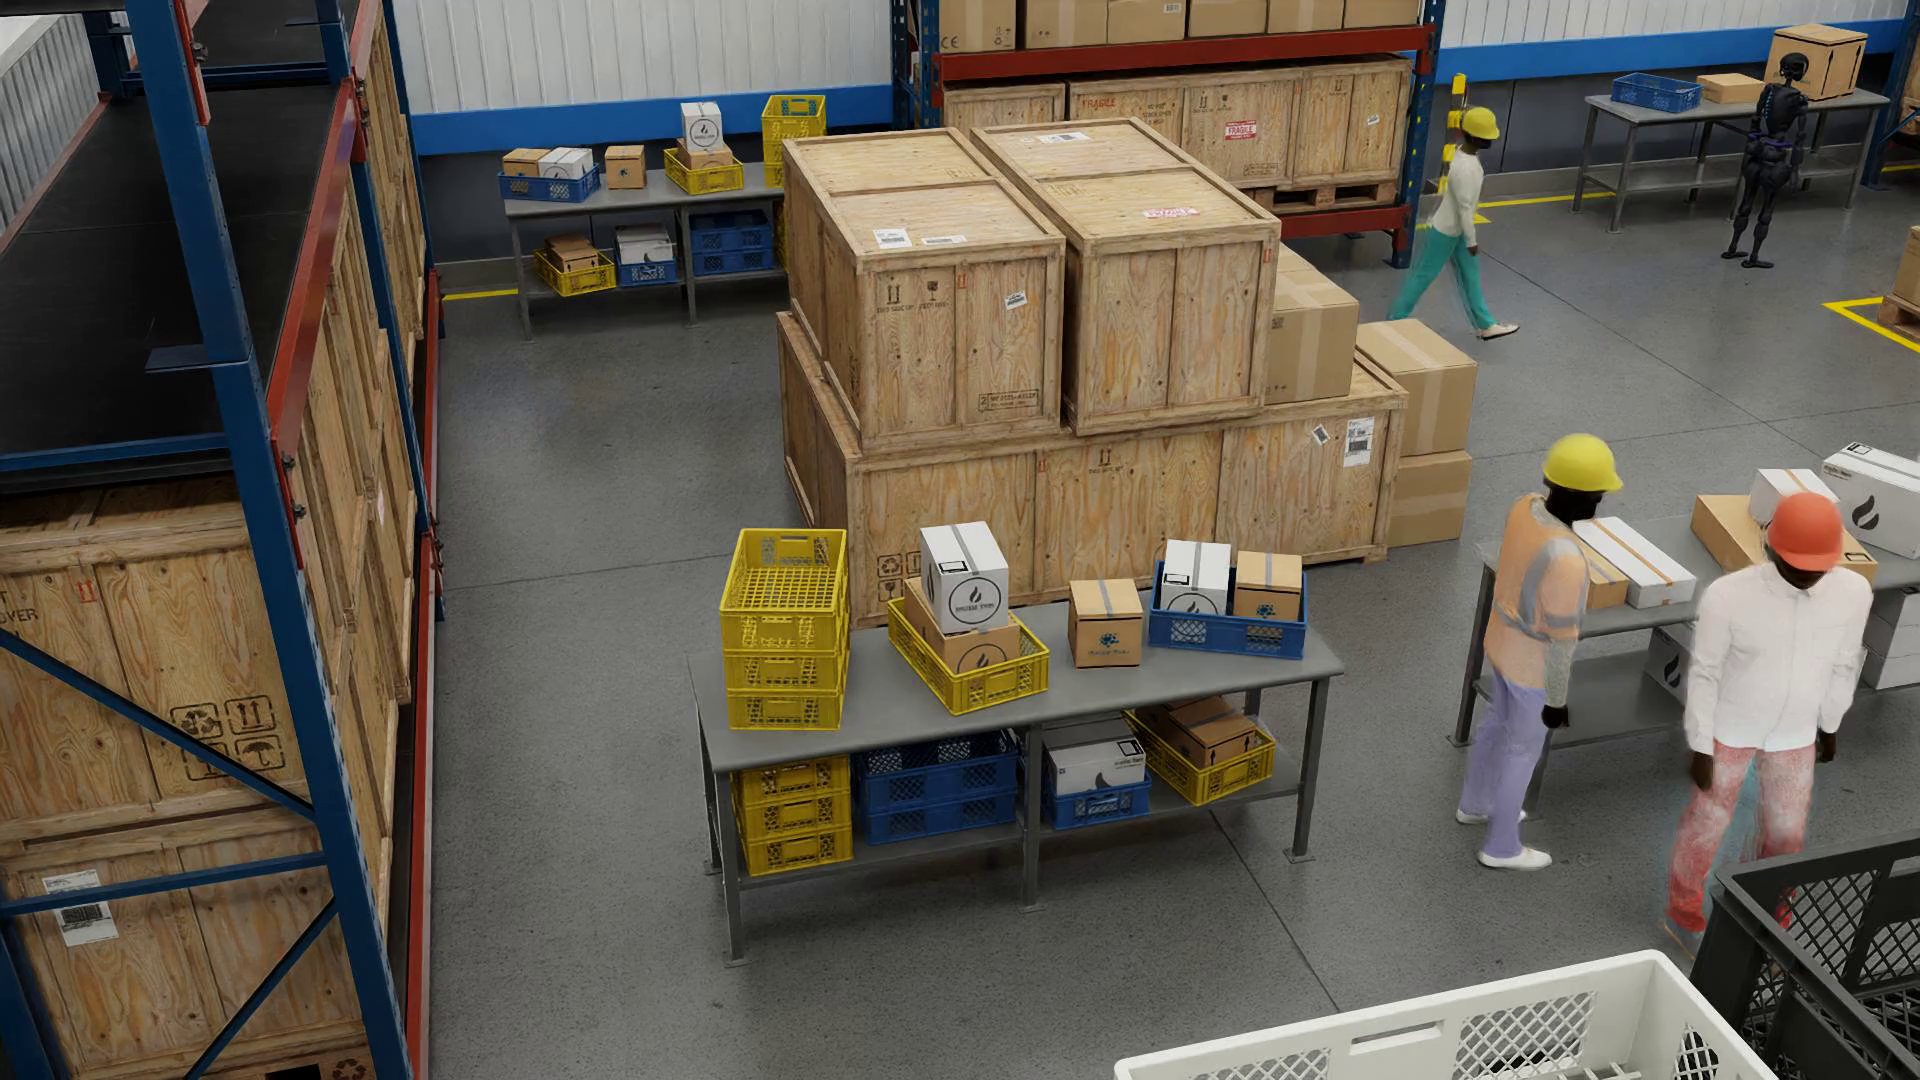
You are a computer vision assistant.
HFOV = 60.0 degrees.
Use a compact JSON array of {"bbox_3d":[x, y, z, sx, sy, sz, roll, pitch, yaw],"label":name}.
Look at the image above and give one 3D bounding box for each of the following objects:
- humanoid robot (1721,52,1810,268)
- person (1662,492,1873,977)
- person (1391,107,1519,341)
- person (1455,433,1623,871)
[{"bbox_3d":[6.370,-2.988,13.067,0.310,1.657,0.610,-8,30,-14],"label":"humanoid robot"},{"bbox_3d":[2.927,0.707,6.065,0.618,1.978,0.454,1,29,1],"label":"person"},{"bbox_3d":[3.492,-2.163,11.534,0.903,1.705,0.540,12,31,20],"label":"person"},{"bbox_3d":[2.276,0.449,6.592,0.377,1.924,0.592,-2,29,-3],"label":"person"}]
